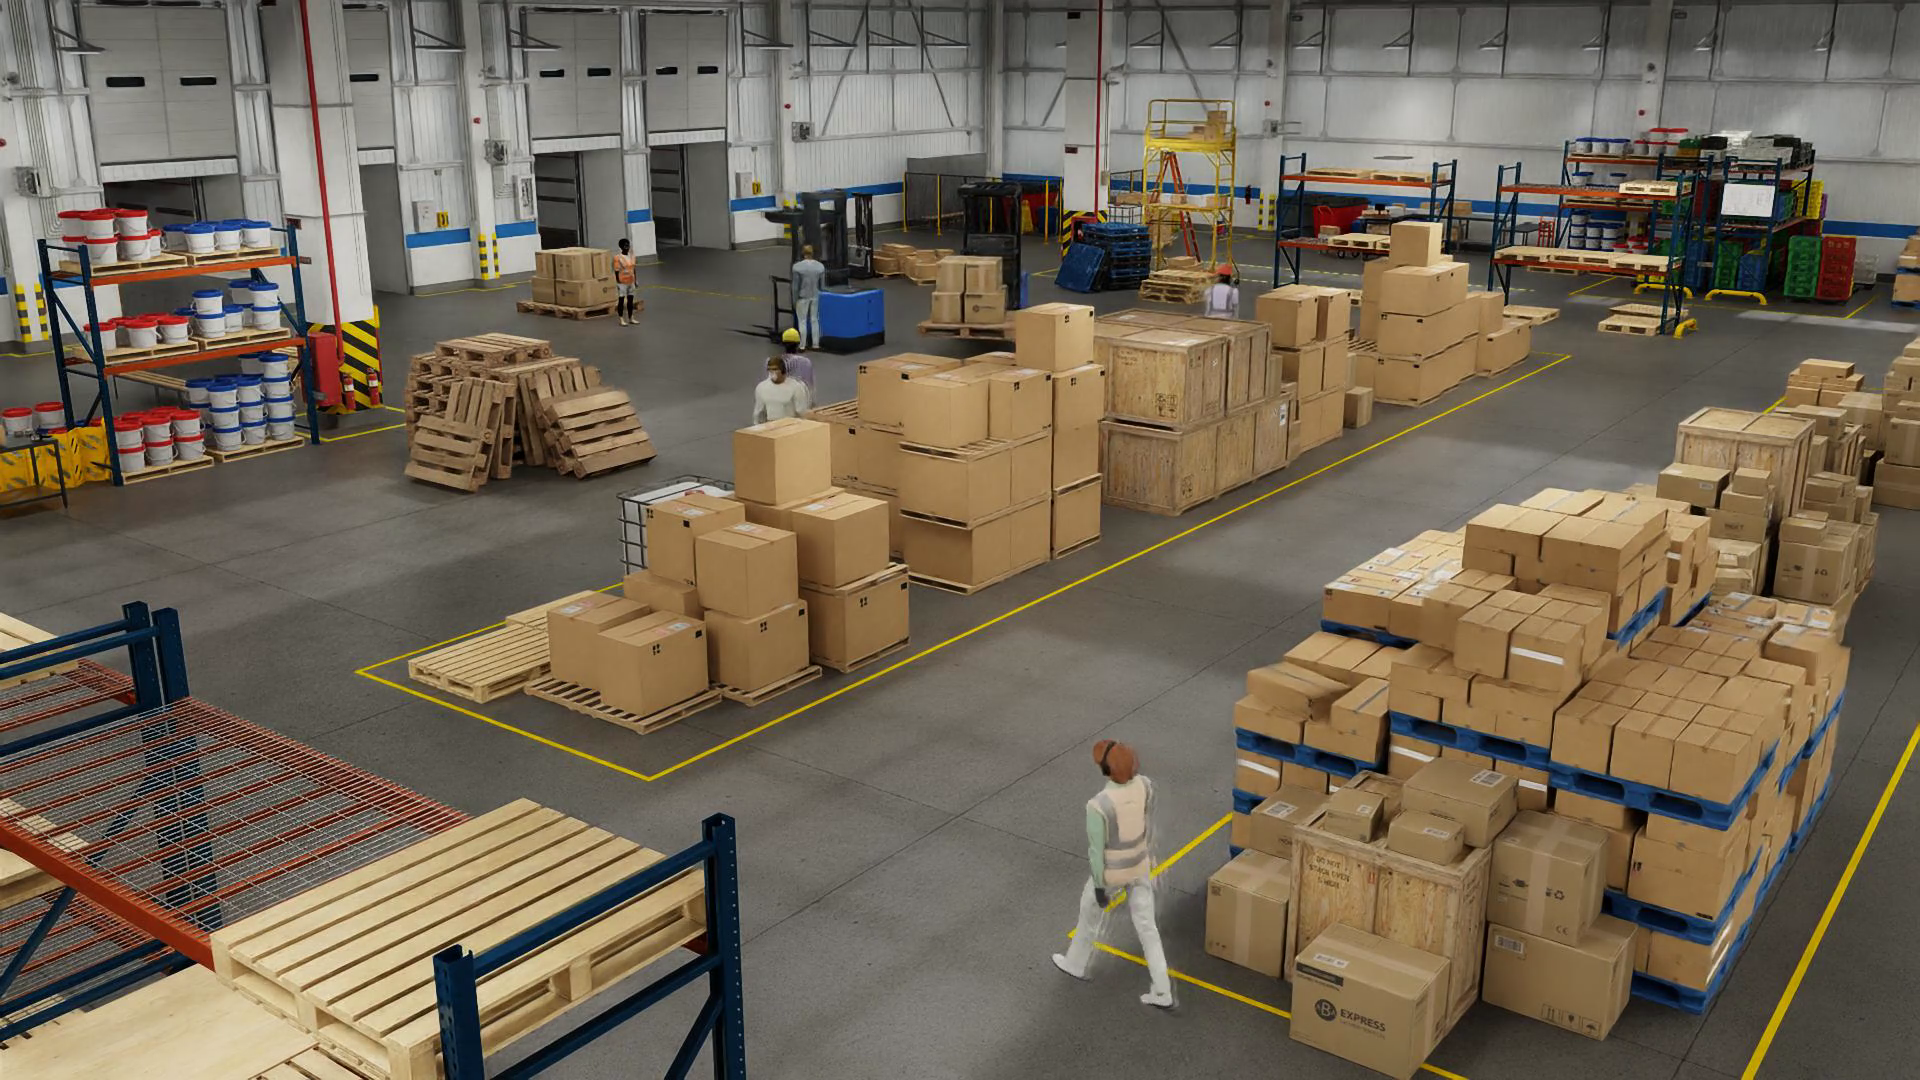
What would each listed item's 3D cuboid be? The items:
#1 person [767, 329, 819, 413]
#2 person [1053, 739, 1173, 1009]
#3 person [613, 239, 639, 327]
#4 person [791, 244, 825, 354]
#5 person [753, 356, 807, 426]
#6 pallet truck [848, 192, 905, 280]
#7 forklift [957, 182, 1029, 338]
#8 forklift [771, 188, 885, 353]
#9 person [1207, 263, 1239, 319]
[{"bbox_3d":[-2.134,-1.775,21.358,0.614,1.872,0.989,5,18,16],"label":"person"},{"bbox_3d":[0.934,1.914,9.630,0.517,1.596,0.851,-12,21,-35],"label":"person"},{"bbox_3d":[-6.511,-5.027,32.436,0.318,1.697,0.535,13,21,37],"label":"person"},{"bbox_3d":[-2.698,-4.281,29.582,0.636,1.928,0.391,-10,19,-29],"label":"person"},{"bbox_3d":[-2.150,-1.171,19.300,0.660,1.906,0.906,8,18,24],"label":"person"},{"bbox_3d":[-1.936,-7.159,38.982,1.885,1.965,0.823,-12,21,-34],"label":"pallet truck"},{"bbox_3d":[0.670,-5.369,31.551,1.129,2.768,1.873,3,17,11],"label":"forklift"},{"bbox_3d":[-2.376,-4.890,29.967,1.873,2.768,1.129,12,21,35],"label":"forklift"},{"bbox_3d":[4.268,-3.561,27.224,0.551,1.916,0.787,12,20,34],"label":"person"}]
